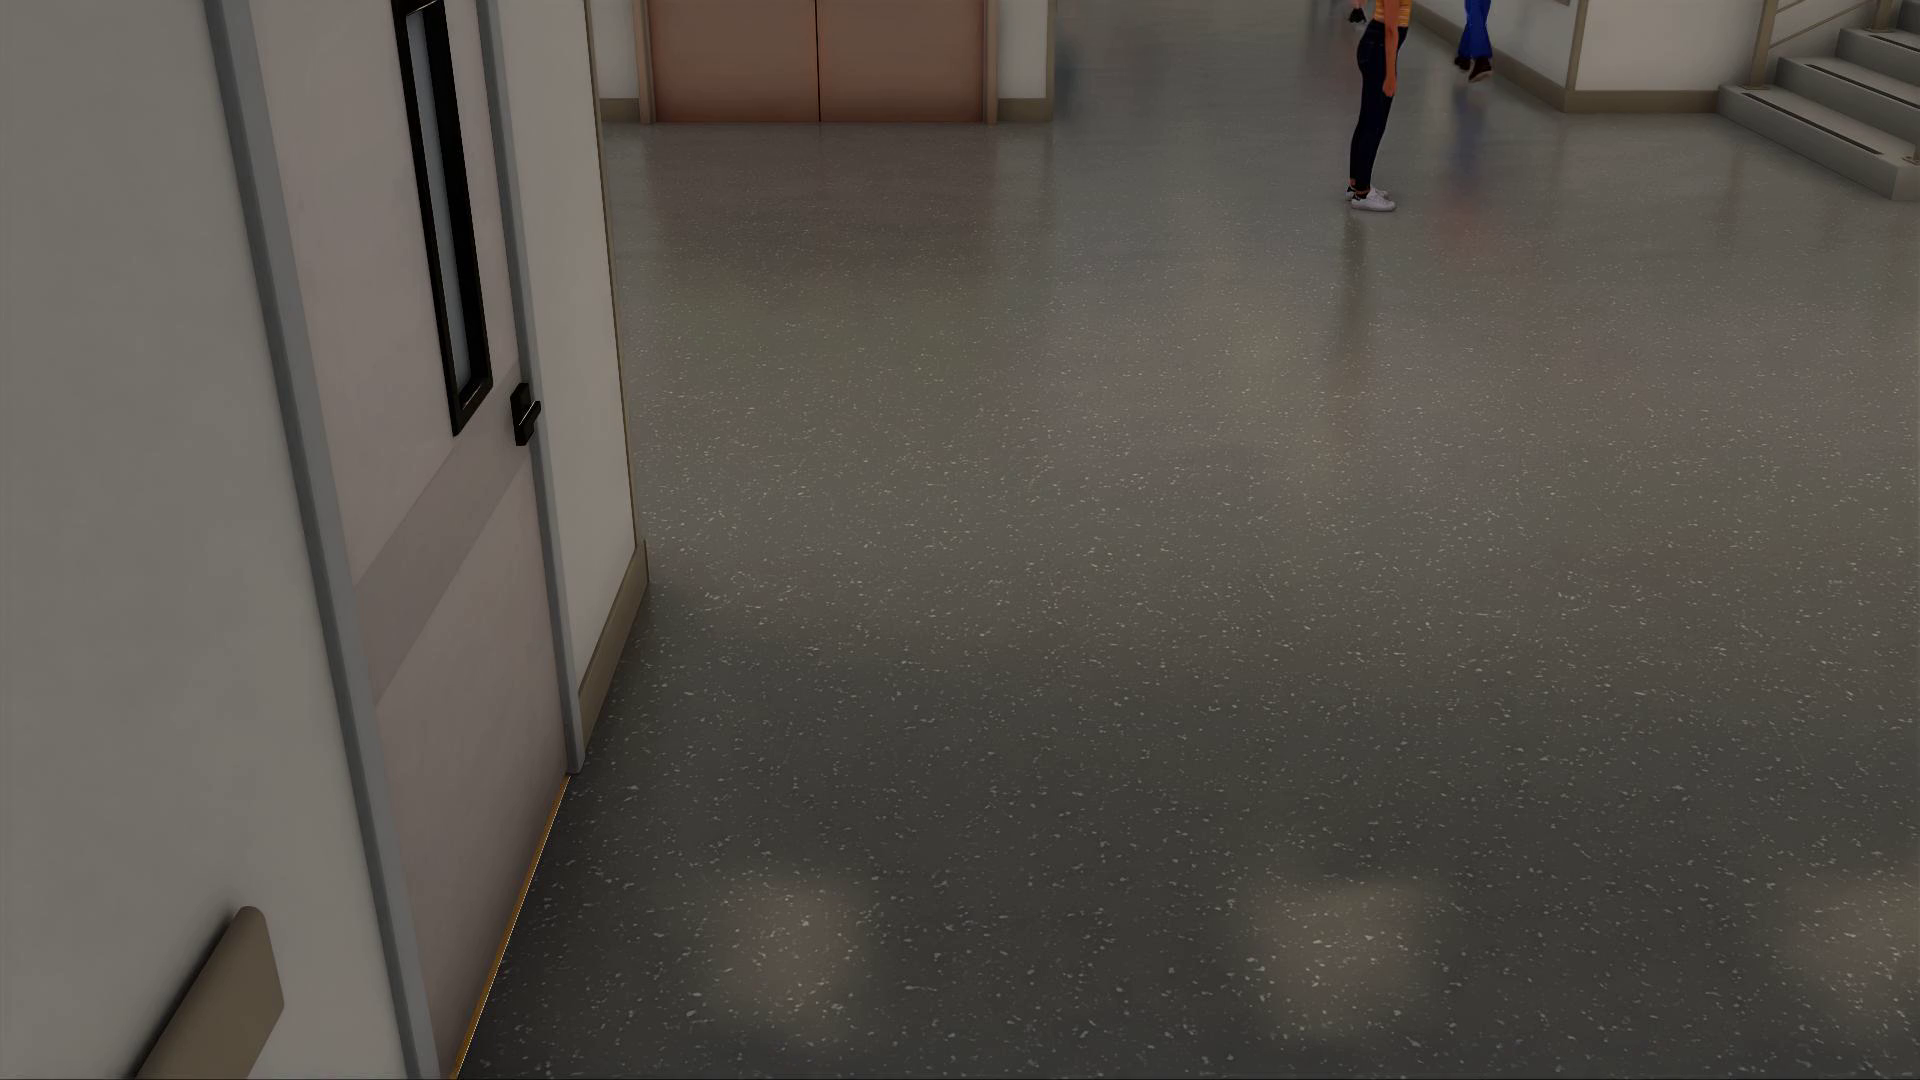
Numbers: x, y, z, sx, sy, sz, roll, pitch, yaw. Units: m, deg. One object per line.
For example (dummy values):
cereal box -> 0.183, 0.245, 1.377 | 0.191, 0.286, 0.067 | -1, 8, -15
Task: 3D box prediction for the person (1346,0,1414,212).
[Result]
person -> 2.400, -2.735, 9.515 | 0.559, 1.628, 0.593 | 3, 26, 7
